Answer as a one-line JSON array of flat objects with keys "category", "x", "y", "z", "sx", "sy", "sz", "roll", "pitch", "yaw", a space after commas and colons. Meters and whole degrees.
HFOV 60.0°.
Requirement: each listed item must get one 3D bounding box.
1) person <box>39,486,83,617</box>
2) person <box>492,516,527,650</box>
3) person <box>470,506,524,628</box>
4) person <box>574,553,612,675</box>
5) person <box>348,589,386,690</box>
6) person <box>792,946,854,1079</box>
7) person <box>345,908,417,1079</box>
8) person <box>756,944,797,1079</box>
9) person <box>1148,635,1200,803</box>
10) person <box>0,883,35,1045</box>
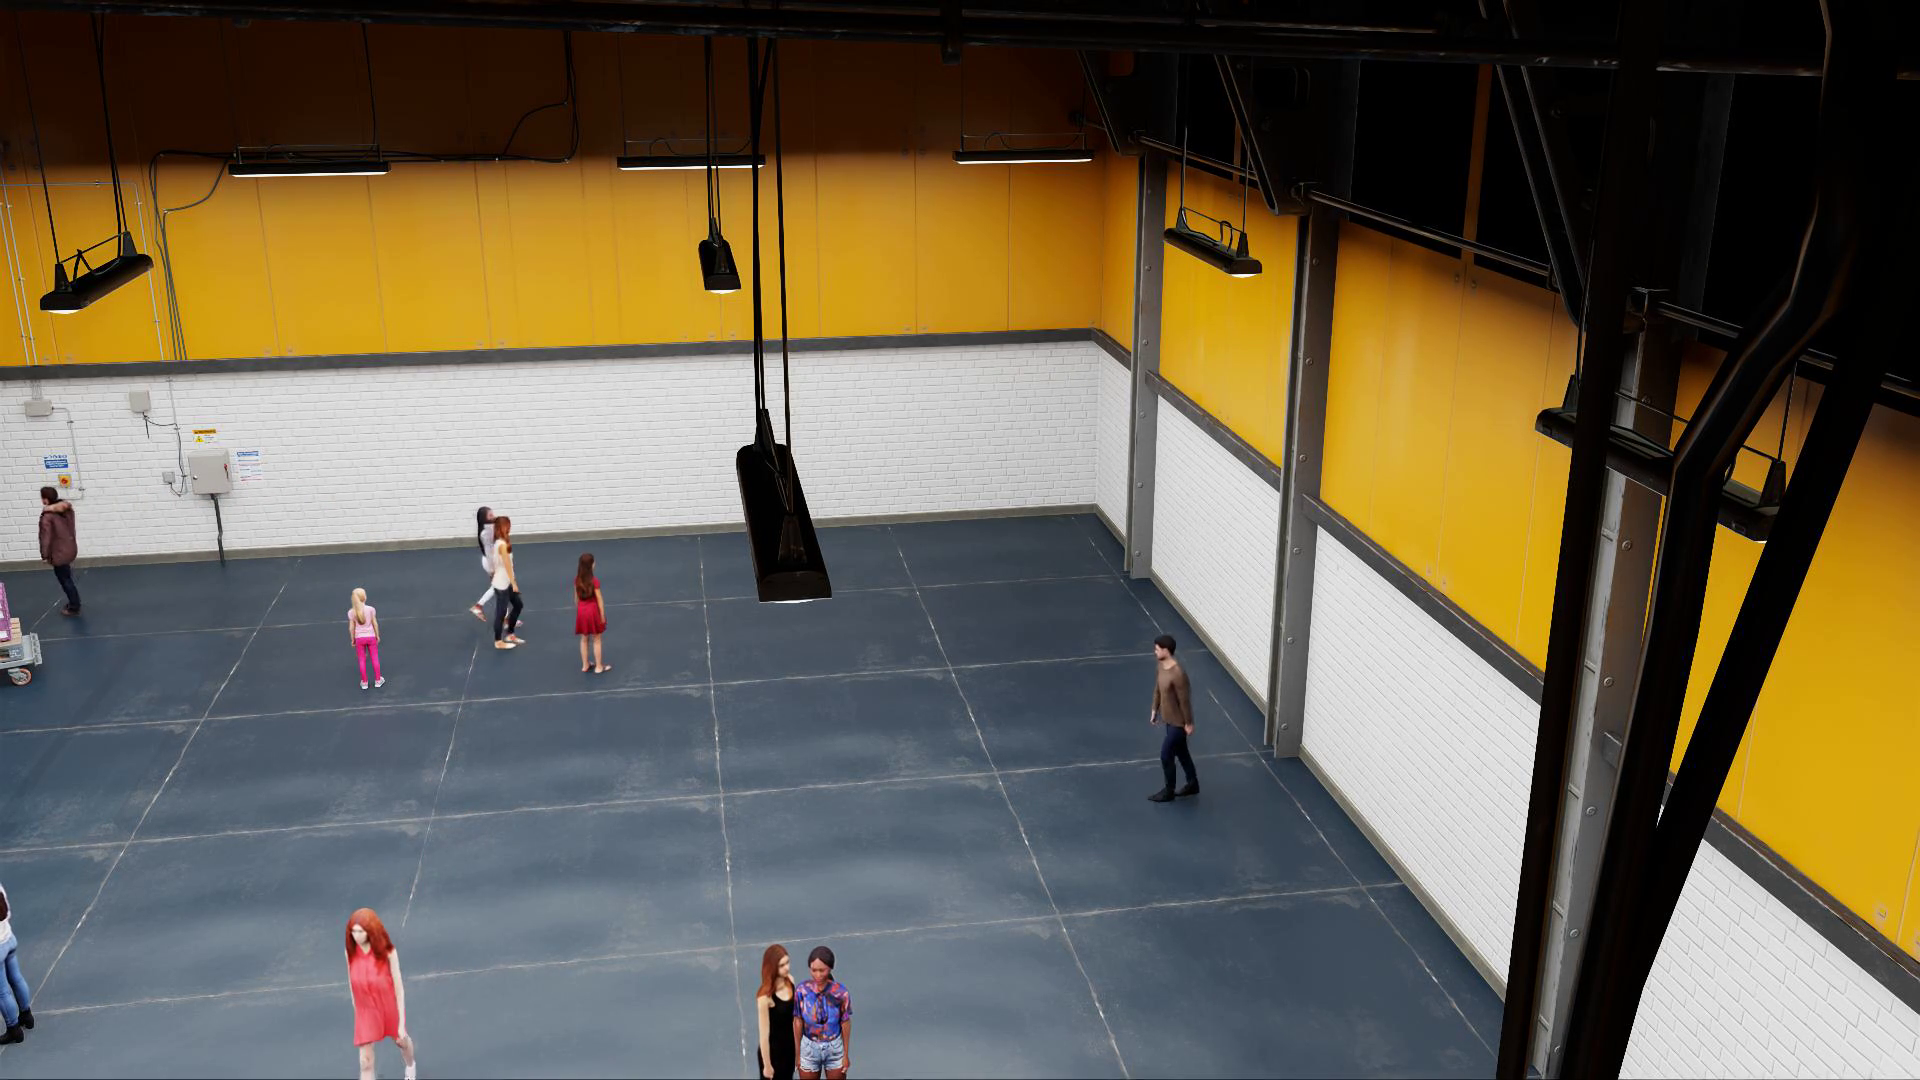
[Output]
[{"category": "person", "x": -12.111, "y": 0.160, "z": 22.565, "sx": 0.893, "sy": 1.837, "sz": 0.731, "roll": 1, "pitch": 19, "yaw": 4}, {"category": "person", "x": -5.984, "y": 0.568, "z": 21.464, "sx": 0.731, "sy": 1.769, "sz": 0.561, "roll": -3, "pitch": 19, "yaw": -9}, {"category": "person", "x": -6.274, "y": 0.367, "z": 22.153, "sx": 0.672, "sy": 1.709, "sz": 0.831, "roll": -5, "pitch": 19, "yaw": -14}, {"category": "person", "x": -4.634, "y": 0.911, "z": 20.782, "sx": 0.659, "sy": 1.554, "sz": 0.718, "roll": 6, "pitch": 19, "yaw": 17}, {"category": "person", "x": -7.287, "y": 1.195, "z": 20.373, "sx": 0.508, "sy": 1.275, "sz": 0.530, "roll": -5, "pitch": 19, "yaw": -16}, {"category": "person", "x": -0.999, "y": 3.737, "z": 12.093, "sx": 0.617, "sy": 1.743, "sz": 0.559, "roll": 0, "pitch": 19, "yaw": -1}, {"category": "person", "x": -4.330, "y": 3.558, "z": 12.572, "sx": 0.765, "sy": 1.777, "sz": 1.164, "roll": 1, "pitch": 19, "yaw": 2}, {"category": "person", "x": -1.332, "y": 3.723, "z": 12.162, "sx": 0.706, "sy": 1.726, "sz": 0.631, "roll": 10, "pitch": 21, "yaw": 28}, {"category": "person", "x": 2.349, "y": 1.887, "z": 17.439, "sx": 0.735, "sy": 1.838, "sz": 0.784, "roll": -7, "pitch": 20, "yaw": -20}, {"category": "person", "x": -7.813, "y": 3.319, "z": 13.504, "sx": 0.700, "sy": 1.635, "sz": 0.508, "roll": 0, "pitch": 19, "yaw": 0}]
